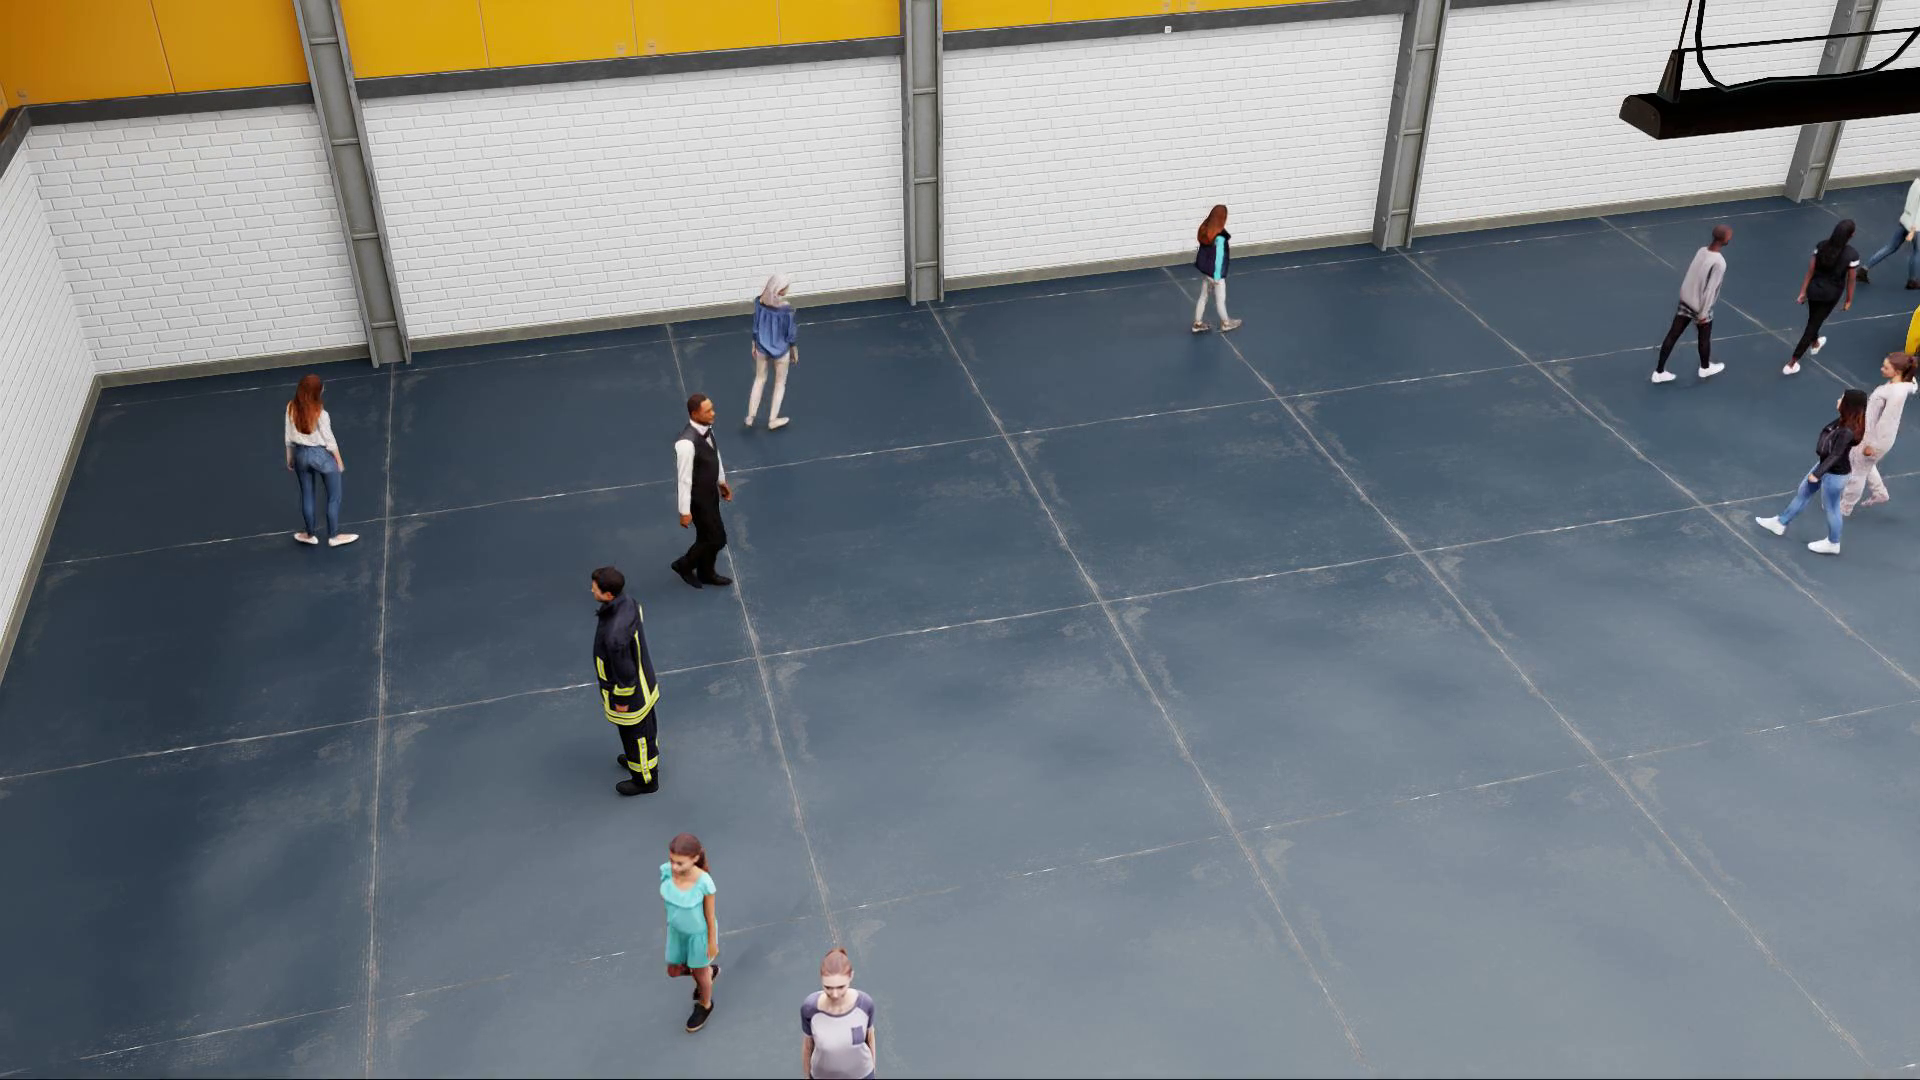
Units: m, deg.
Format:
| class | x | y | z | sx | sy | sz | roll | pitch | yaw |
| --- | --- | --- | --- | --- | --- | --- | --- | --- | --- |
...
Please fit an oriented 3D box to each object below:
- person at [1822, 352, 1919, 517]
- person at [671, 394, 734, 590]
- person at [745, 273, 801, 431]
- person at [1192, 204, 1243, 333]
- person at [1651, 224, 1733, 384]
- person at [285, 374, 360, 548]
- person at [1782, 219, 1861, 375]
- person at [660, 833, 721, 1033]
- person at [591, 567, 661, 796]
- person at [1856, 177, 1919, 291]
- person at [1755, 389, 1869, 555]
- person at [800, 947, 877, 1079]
| class | x | y | z | sx | sy | sz | roll | pitch | yaw |
| --- | --- | --- | --- | --- | --- | --- | --- | --- | --- |
| person | 8.390 | -0.936 | 15.107 | 0.918 | 1.676 | 0.857 | 20 | 39 | 28 |
| person | -2.295 | -0.397 | 14.094 | 0.901 | 1.899 | 0.860 | 4 | 34 | 5 |
| person | -1.883 | -1.849 | 16.485 | 0.892 | 1.670 | 0.964 | 8 | 34 | 11 |
| person | 2.731 | -2.979 | 18.350 | 0.801 | 1.487 | 0.597 | -9 | 35 | -14 |
| person | 7.562 | -2.416 | 17.280 | 1.033 | 1.736 | 0.632 | -9 | 35 | -13 |
| person | -5.778 | -0.696 | 14.724 | 0.691 | 1.700 | 0.873 | 1 | 34 | 2 |
| person | 9.031 | -2.514 | 17.477 | 1.245 | 1.680 | 0.971 | -26 | 42 | -33 |
| person | -1.614 | 2.355 | 10.265 | 0.726 | 1.554 | 0.786 | 17 | 37 | 24 |
| person | -2.393 | 0.999 | 11.969 | 0.716 | 1.927 | 0.831 | -3 | 34 | -5 |
| person | 10.916 | -3.641 | 19.235 | 1.175 | 1.610 | 0.859 | 3 | 34 | 4 |
| person | 7.756 | -0.577 | 14.625 | 1.075 | 1.611 | 1.005 | 17 | 37 | 23 |
| person | -0.655 | 2.931 | 9.205 | 0.533 | 1.768 | 0.655 | -4 | 34 | -6 |
